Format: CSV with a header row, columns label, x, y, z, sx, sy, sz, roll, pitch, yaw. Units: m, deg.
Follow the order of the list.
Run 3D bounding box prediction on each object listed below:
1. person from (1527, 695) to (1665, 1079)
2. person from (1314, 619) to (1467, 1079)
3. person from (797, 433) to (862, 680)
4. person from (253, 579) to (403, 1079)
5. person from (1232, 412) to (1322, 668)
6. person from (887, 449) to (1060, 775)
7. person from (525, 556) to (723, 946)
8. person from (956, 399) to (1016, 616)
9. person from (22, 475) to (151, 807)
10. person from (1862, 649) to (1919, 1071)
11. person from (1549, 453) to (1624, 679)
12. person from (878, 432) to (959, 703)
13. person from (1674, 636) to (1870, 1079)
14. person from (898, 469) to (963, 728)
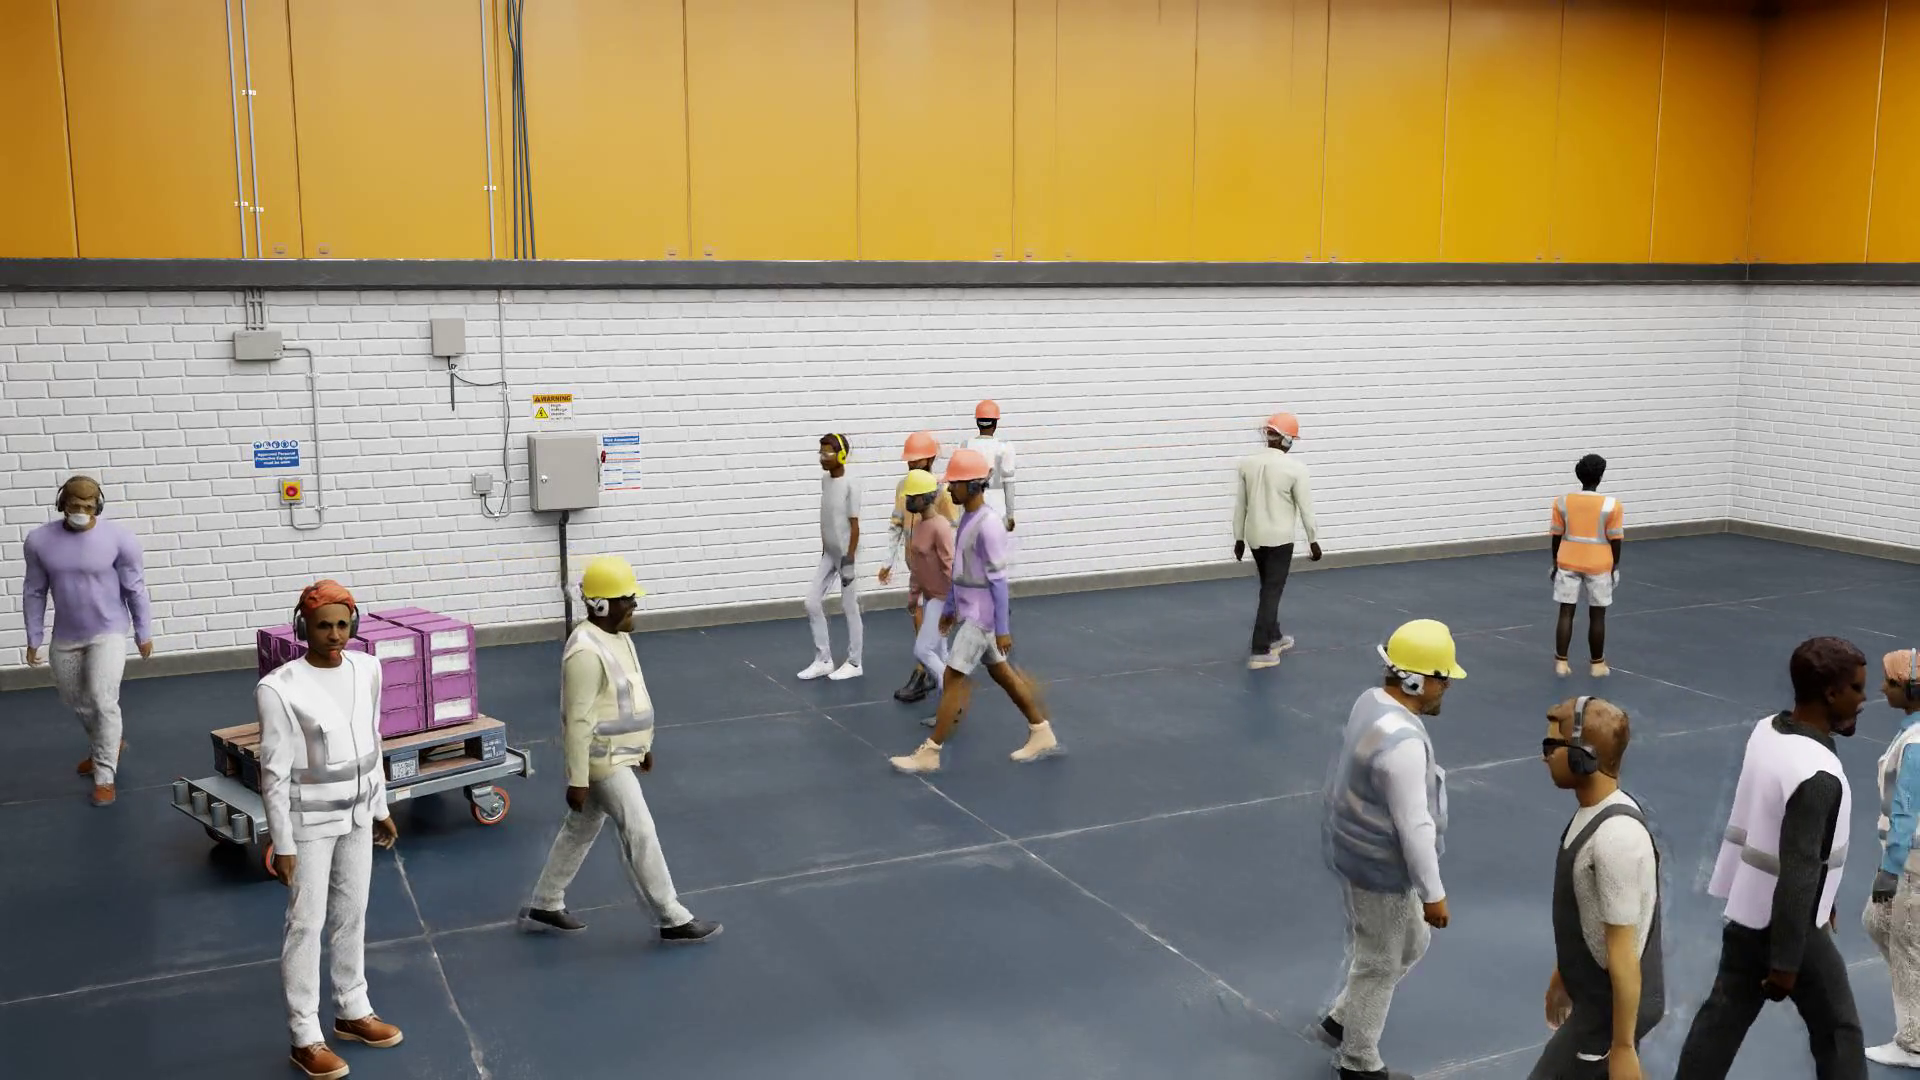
label,x,y,z,sx,sy,sz,roll,pitch,yaw
person,1.767,1.357,4.840,0.712,1.815,0.545,3,10,18
person,1.577,1.168,6.048,0.448,1.807,0.611,1,9,9
person,-0.976,0.140,12.267,0.642,1.853,0.554,-7,12,-38
person,-2.397,1.082,6.351,0.357,1.881,0.574,4,10,25
person,2.507,-0.014,12.900,0.849,1.956,0.636,-8,12,-39
person,0.124,0.431,10.101,1.091,1.988,0.622,-2,9,-9
person,-1.577,0.948,7.487,0.924,1.786,0.611,0,9,0
person,0.234,-0.268,14.587,0.545,1.929,0.389,3,10,20
person,-5.008,0.539,9.673,0.652,1.906,0.765,0,9,-3
person,3.622,1.215,6.319,0.347,1.622,0.549,5,11,29
person,4.668,0.198,12.408,0.535,1.698,0.317,6,11,35
person,-0.324,0.186,11.846,0.835,1.905,0.572,-8,12,-42
person,2.796,1.235,5.419,0.966,1.878,0.611,1,9,7
person,-0.183,0.399,10.998,0.449,1.738,0.572,-3,10,-20
